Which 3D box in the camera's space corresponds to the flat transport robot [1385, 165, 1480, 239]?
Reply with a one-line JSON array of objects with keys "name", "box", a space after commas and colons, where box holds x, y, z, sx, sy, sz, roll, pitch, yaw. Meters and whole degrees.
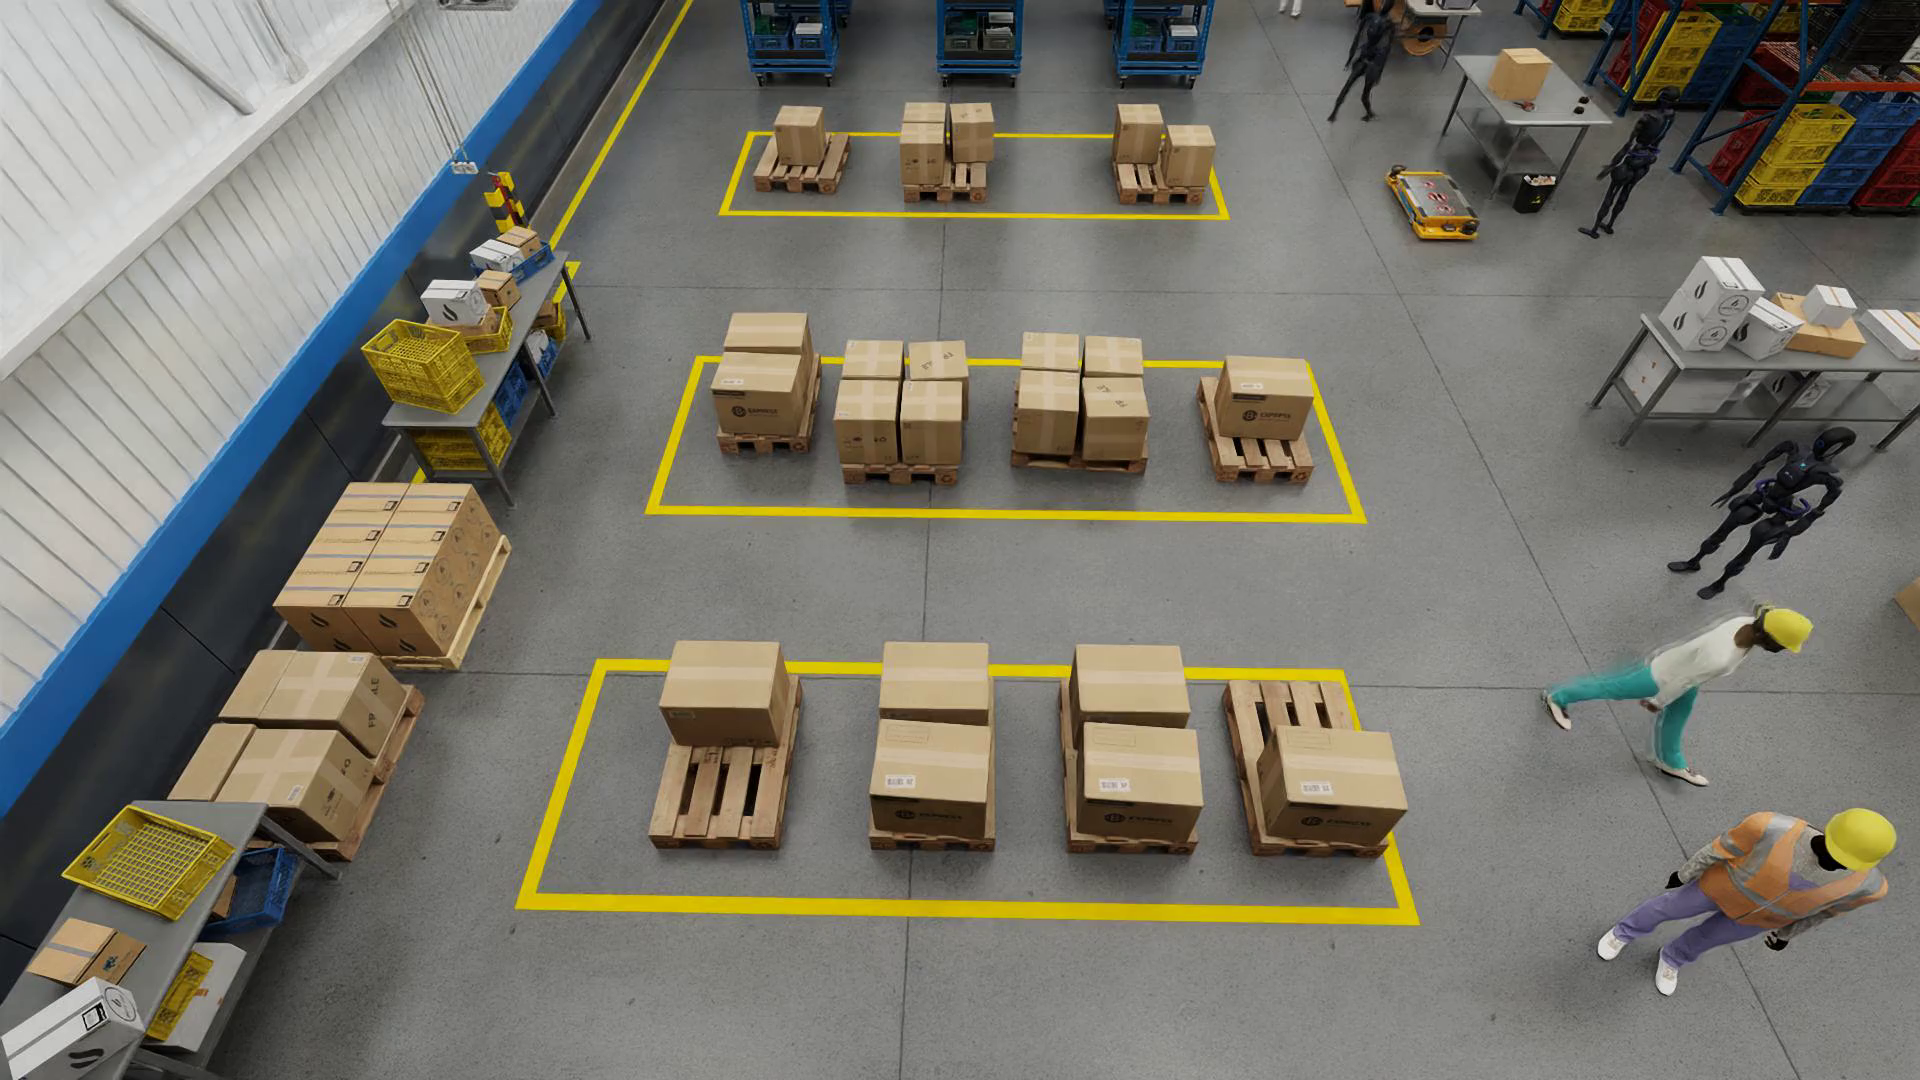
[{"name": "flat transport robot", "box": [5.692, -4.094, 11.059, 0.652, 0.197, 1.431, 1, 49, 1]}]

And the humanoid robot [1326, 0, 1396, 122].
[{"name": "humanoid robot", "box": [5.422, -6.343, 12.135, 0.666, 1.638, 0.601, -30, 56, -24]}]

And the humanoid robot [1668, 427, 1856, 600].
[{"name": "humanoid robot", "box": [5.926, -0.197, 6.762, 0.328, 1.657, 0.601, -13, 50, -11]}]

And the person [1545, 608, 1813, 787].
[{"name": "person", "box": [4.596, 0.899, 5.827, 0.535, 1.660, 1.046, -28, 55, -22]}]

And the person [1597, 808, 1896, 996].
[{"name": "person", "box": [4.104, 1.887, 4.804, 0.586, 1.927, 0.364, 30, 56, 24]}]

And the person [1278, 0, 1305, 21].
[{"name": "person", "box": [5.458, -9.313, 14.539, 0.587, 1.875, 0.417, 24, 53, 19]}]

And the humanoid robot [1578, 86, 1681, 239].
[{"name": "humanoid robot", "box": [7.499, -4.214, 10.239, 0.599, 1.657, 0.331, -16, 51, -13]}]
